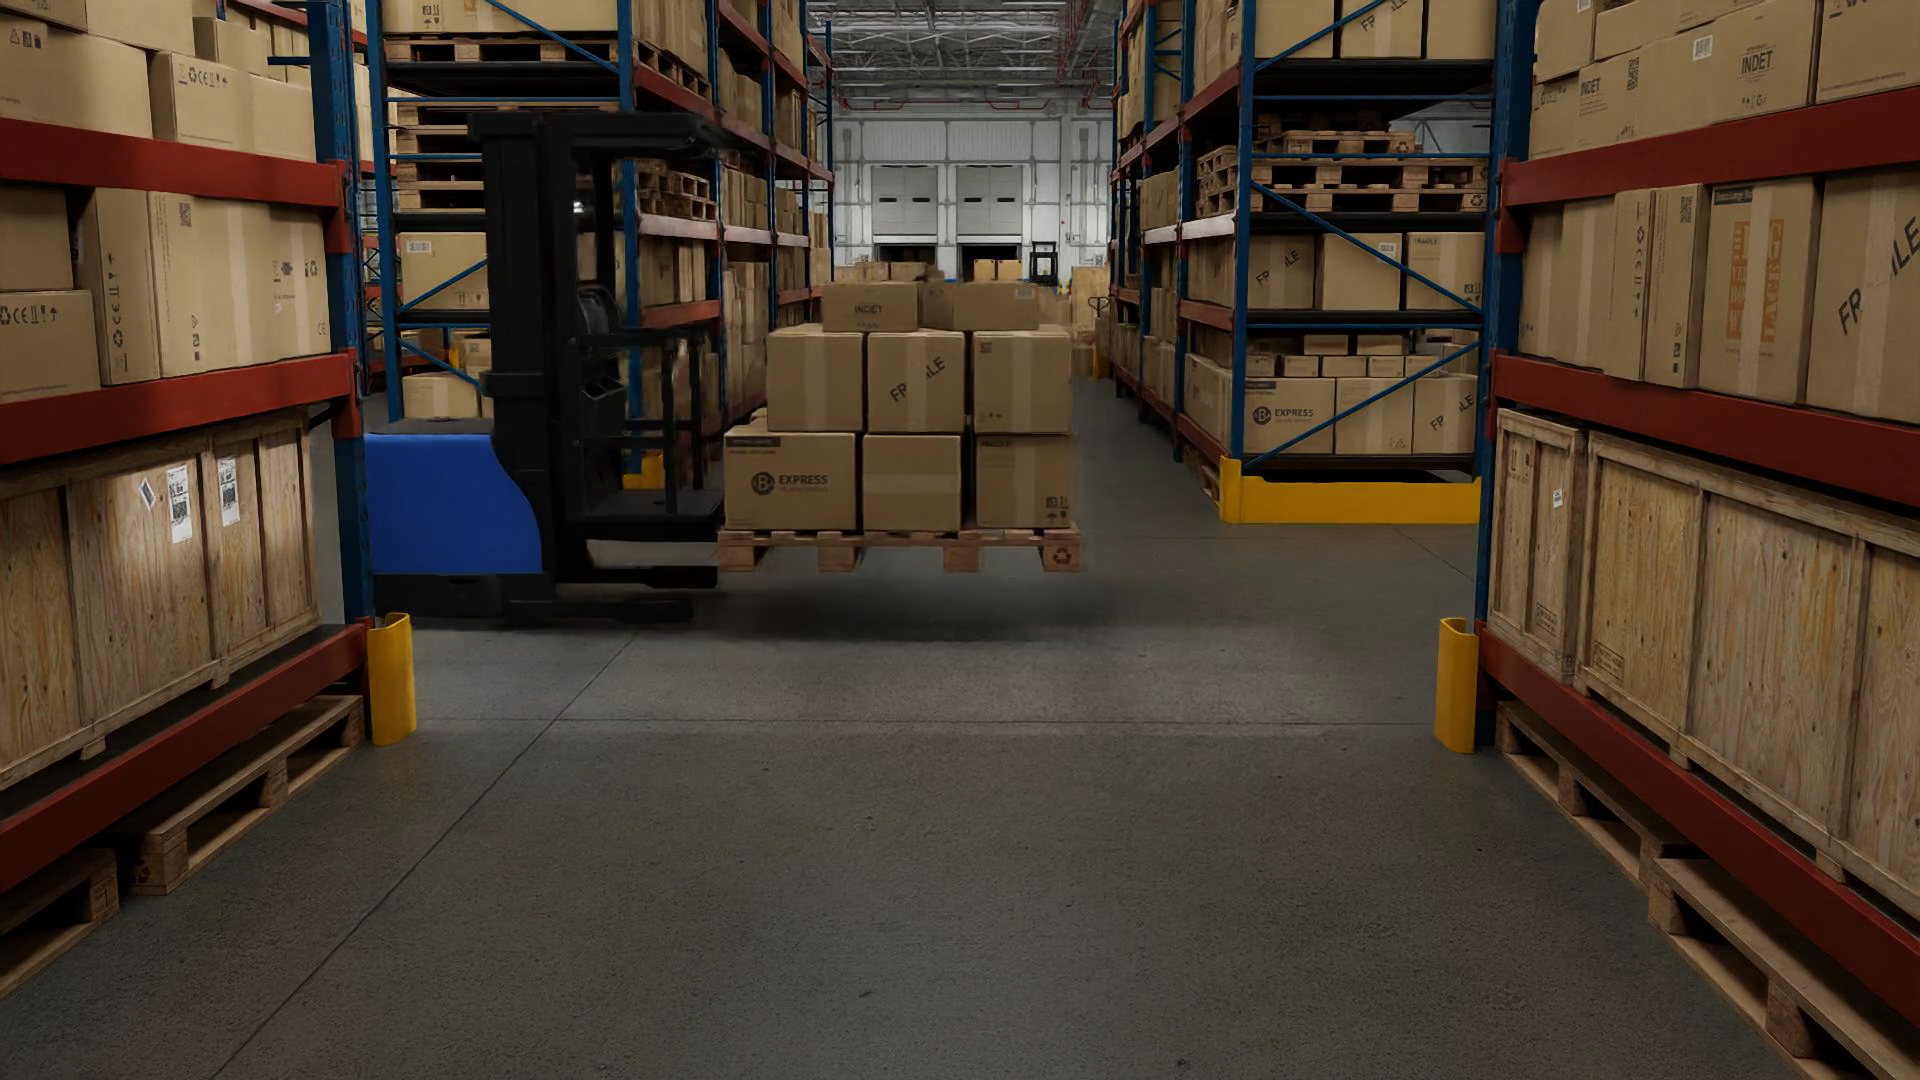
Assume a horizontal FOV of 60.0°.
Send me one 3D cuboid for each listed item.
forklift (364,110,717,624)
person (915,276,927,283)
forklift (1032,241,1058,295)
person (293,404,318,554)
[{"bbox_3d":[-2.429,-0.986,9.469,1.873,2.768,1.129,0,9,0],"label":"forklift"},{"bbox_3d":[-0.677,-3.834,29.825,1.038,1.779,0.631,7,12,35],"label":"person"},{"bbox_3d":[3.223,-10.085,63.971,1.129,2.768,1.873,0,9,1],"label":"forklift"},{"bbox_3d":[-4.699,-0.718,11.402,0.540,1.695,0.317,3,10,18],"label":"person"}]
